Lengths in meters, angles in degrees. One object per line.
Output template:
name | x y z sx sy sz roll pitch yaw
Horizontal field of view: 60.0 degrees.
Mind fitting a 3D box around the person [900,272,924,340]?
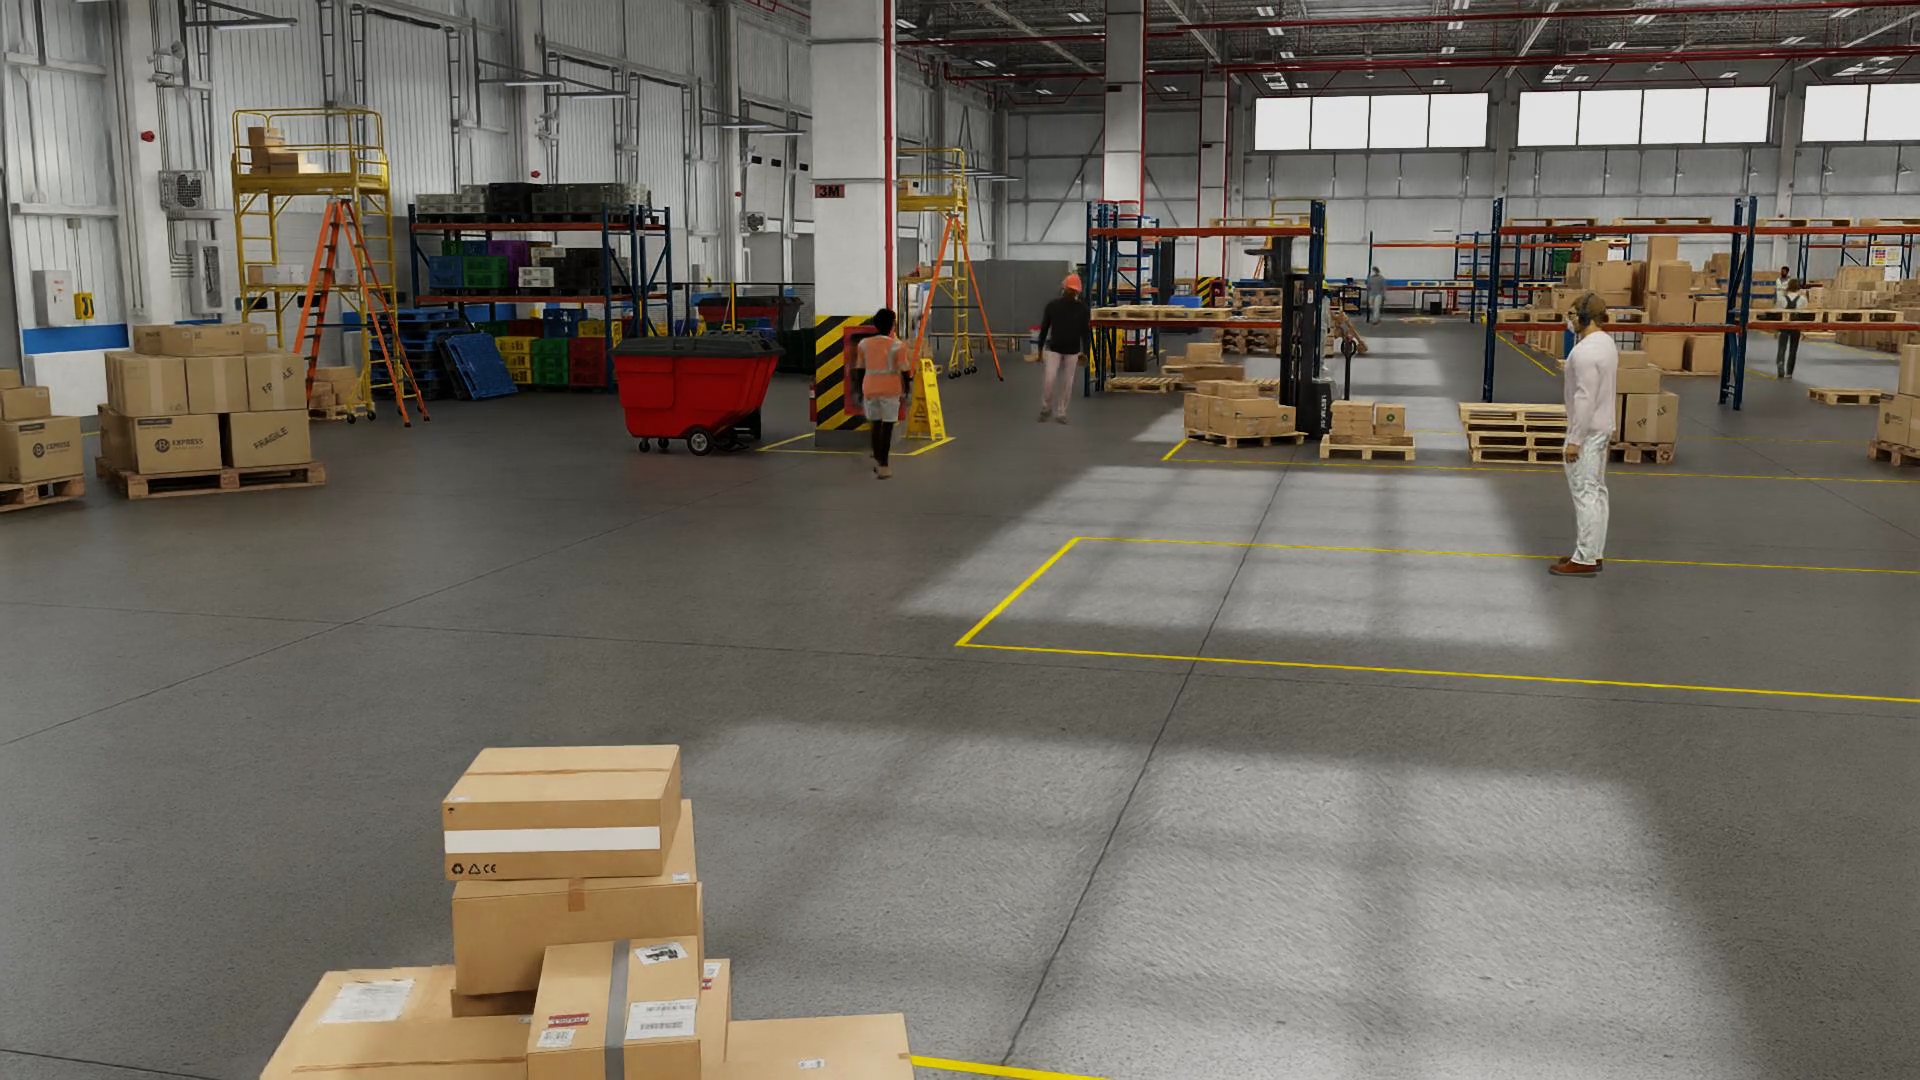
person | -1.149 -5.408 39.293 0.586 1.853 0.930 3 10 20

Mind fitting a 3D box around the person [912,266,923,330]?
person | -1.252 -7.338 50.421 0.389 1.928 0.548 5 11 28

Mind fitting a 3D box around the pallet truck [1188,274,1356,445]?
pallet truck | 3.653 -2.138 19.590 1.885 1.965 0.823 -4 10 -20

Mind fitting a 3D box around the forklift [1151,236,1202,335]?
forklift | 5.866 -7.214 46.878 1.873 2.768 1.129 2 10 14

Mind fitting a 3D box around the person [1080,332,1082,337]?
person | 2.906 -6.408 45.080 1.033 1.890 0.653 9 13 43

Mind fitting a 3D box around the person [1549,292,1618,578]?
person | 4.275 -0.711 11.359 0.366 1.938 0.630 7 12 34

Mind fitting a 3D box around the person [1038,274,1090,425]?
person | 1.361 -2.462 21.622 0.652 1.959 0.527 0 10 -2

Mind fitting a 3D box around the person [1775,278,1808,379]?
person | 14.851 -3.774 29.747 0.512 1.825 0.604 5 11 29

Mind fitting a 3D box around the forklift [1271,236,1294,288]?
forklift | 9.873 -7.929 51.092 1.873 2.768 1.129 -2 10 -12

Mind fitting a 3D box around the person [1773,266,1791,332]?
person | 23.984 -6.999 48.444 0.392 1.919 0.591 -6 11 -30

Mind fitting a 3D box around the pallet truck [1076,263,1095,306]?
pallet truck | 4.325 -8.180 55.162 0.823 1.965 1.885 6 11 31

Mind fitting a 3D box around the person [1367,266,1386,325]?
person | 13.475 -7.908 53.818 0.636 1.921 0.592 7 12 37

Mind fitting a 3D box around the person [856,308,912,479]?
person | -0.729 -1.452 16.493 0.553 1.671 0.637 4 10 21

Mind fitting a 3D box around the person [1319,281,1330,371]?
person | 6.919 -4.104 31.936 0.485 1.736 0.322 -5 11 -27
